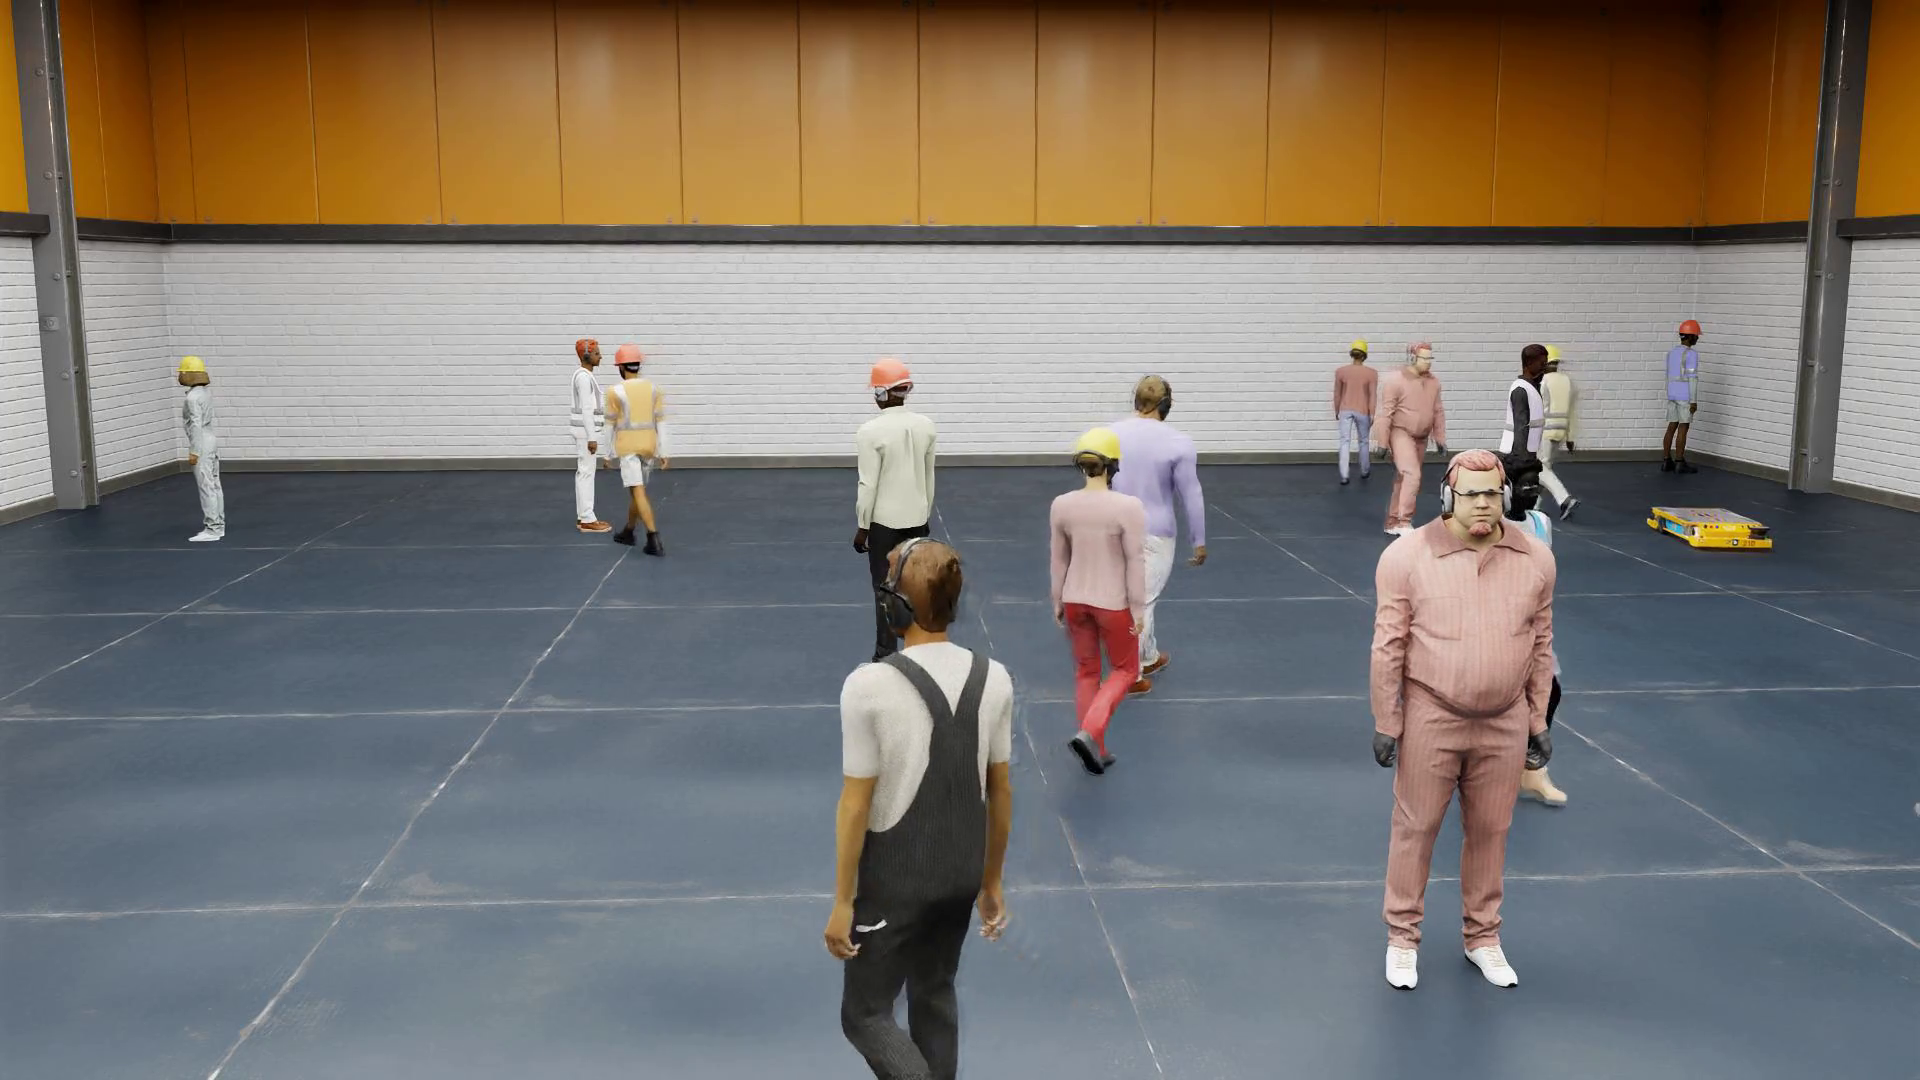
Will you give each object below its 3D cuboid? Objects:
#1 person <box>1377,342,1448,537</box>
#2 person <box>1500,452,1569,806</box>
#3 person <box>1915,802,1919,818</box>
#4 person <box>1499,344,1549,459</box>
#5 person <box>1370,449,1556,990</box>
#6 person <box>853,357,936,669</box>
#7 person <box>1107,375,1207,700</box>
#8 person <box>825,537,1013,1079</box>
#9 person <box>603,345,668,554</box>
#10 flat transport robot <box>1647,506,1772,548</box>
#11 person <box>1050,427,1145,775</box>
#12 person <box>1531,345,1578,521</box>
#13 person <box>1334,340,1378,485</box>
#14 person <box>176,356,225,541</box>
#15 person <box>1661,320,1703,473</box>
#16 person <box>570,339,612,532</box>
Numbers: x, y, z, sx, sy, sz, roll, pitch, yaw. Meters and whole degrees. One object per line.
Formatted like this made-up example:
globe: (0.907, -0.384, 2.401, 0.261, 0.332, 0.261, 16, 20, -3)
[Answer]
person: (4.298, -0.922, 15.695, 0.635, 1.874, 0.737, -6, 11, -34)
person: (2.622, 0.430, 7.771, 0.558, 1.672, 0.620, -5, 10, -28)
person: (4.305, 0.582, 6.867, 0.553, 1.651, 0.864, -3, 10, -18)
person: (4.858, -0.729, 14.328, 0.392, 1.916, 0.591, 4, 10, 25)
person: (1.764, 0.632, 5.813, 0.651, 1.906, 0.403, 0, 9, -2)
person: (-0.408, -0.131, 10.322, 0.612, 1.996, 0.376, -9, 13, -44)
person: (1.195, -0.033, 9.981, 0.664, 1.905, 0.896, 7, 11, 37)
person: (-0.074, 0.908, 4.318, 0.542, 1.832, 0.572, -6, 11, -35)
person: (-2.943, -0.825, 15.071, 0.543, 1.878, 1.019, -8, 12, -40)
flat transport robot: (7.067, -0.132, 15.728, 0.652, 0.197, 1.431, 1, 9, 5)
person: (0.661, 0.317, 8.232, 0.532, 1.751, 0.476, 6, 11, 33)
person: (6.029, -1.080, 16.945, 0.615, 1.801, 0.826, -4, 10, -23)
person: (4.773, -1.544, 20.062, 0.527, 1.721, 0.902, 3, 10, 20)
person: (-7.174, -0.858, 15.678, 0.315, 1.743, 0.487, -1, 9, -8)
person: (9.177, -1.815, 21.081, 0.373, 1.935, 0.552, -2, 9, -11)
person: (-3.630, -1.020, 16.258, 0.355, 1.883, 0.572, -3, 9, -16)
